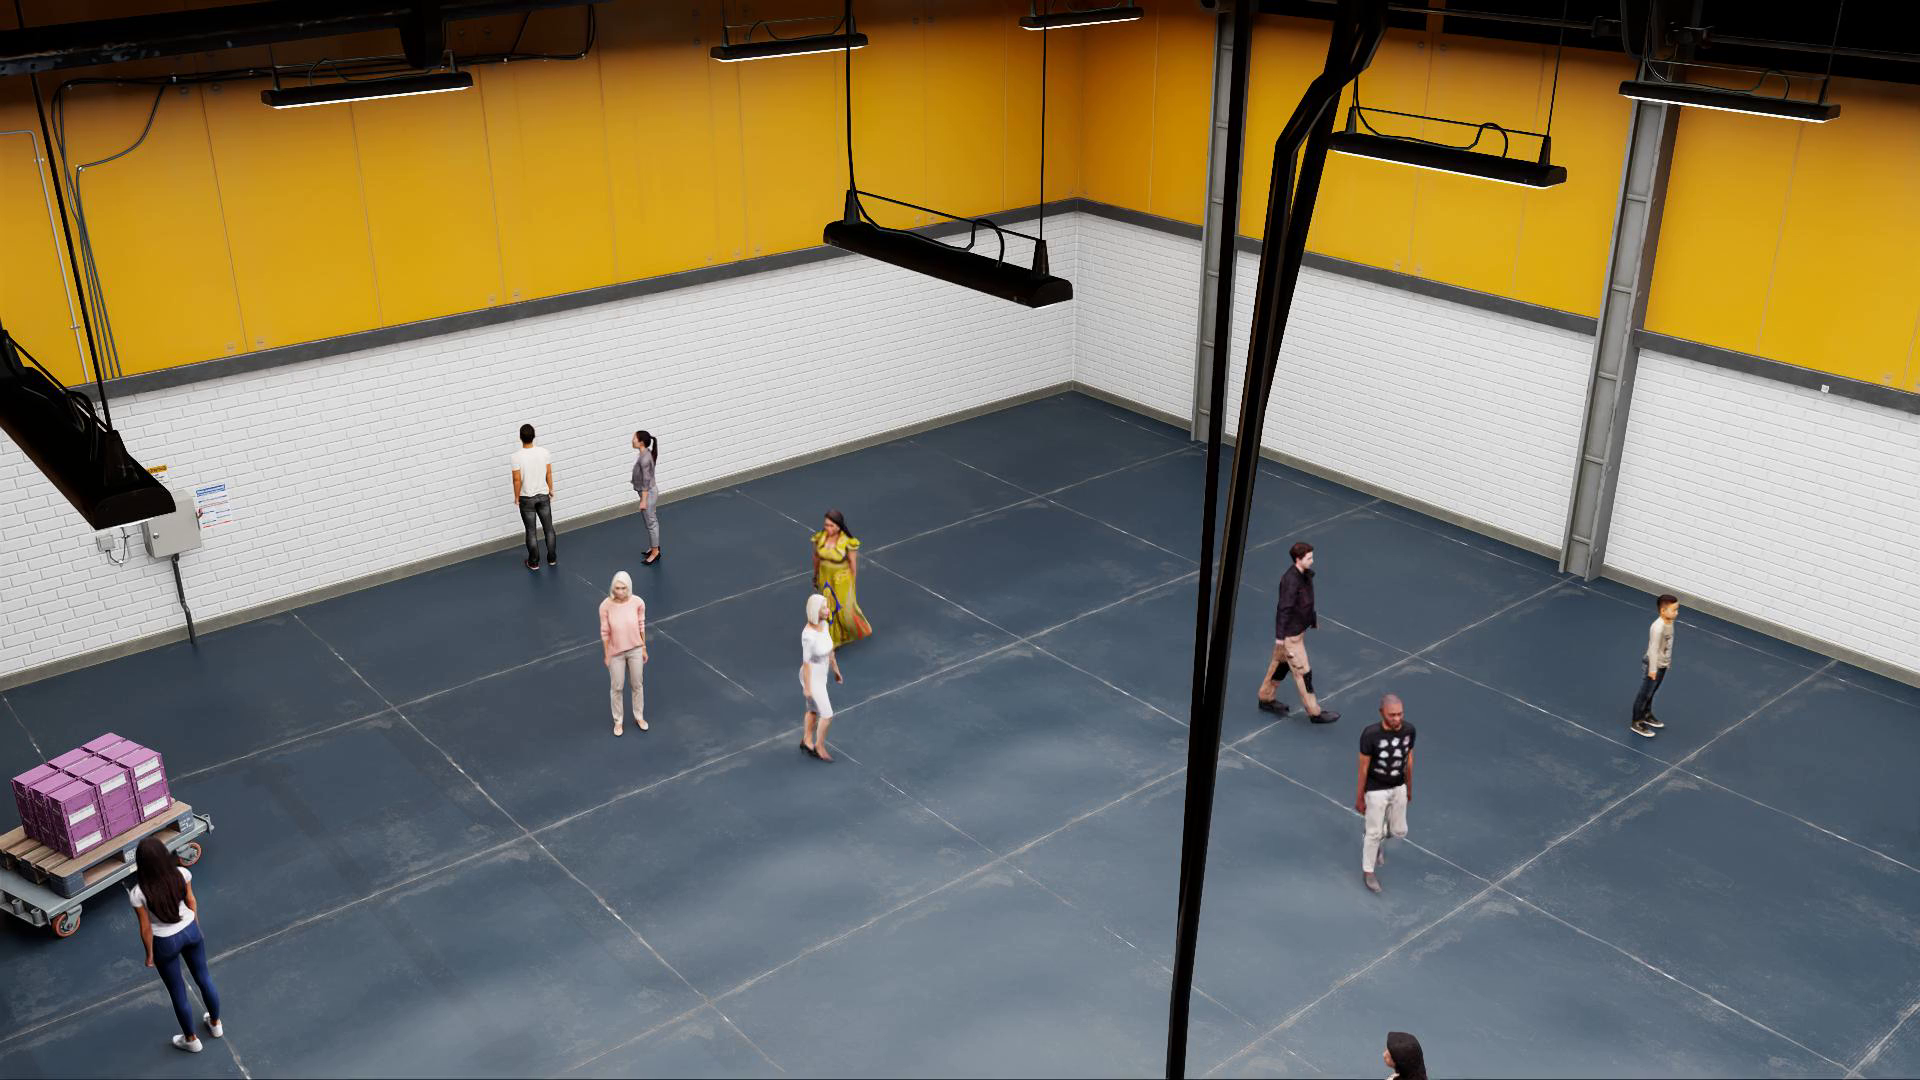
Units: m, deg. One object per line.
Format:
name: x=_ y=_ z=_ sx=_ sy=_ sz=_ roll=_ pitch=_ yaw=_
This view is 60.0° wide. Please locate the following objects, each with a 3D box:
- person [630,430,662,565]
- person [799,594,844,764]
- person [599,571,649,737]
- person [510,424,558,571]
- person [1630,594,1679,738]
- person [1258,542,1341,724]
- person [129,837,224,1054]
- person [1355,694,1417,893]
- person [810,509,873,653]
person: x=-3.762 y=-0.533 z=20.043 sx=0.783 sy=1.678 sz=0.693 roll=-3 pitch=24 yaw=-7
person: x=-1.444 y=1.303 z=15.774 sx=0.768 sy=1.733 sz=0.709 roll=5 pitch=24 yaw=12
person: x=-3.284 y=1.077 z=16.303 sx=0.660 sy=1.723 sz=0.619 roll=-10 pitch=25 yaw=-21
person: x=-5.090 y=-0.531 z=19.881 sx=0.661 sy=1.804 sz=0.574 roll=-14 pitch=27 yaw=-29
person: x=6.836 y=1.203 z=16.342 sx=0.535 sy=1.462 sz=0.571 roll=19 pitch=30 yaw=37
person: x=3.214 y=0.888 z=16.522 sx=1.215 sy=1.895 sz=1.020 roll=9 pitch=25 yaw=20
person: x=-5.663 y=2.916 z=12.032 sx=0.584 sy=1.775 sz=0.630 roll=17 pitch=29 yaw=34
person: x=3.524 y=2.058 z=13.976 sx=0.843 sy=1.790 sz=0.919 roll=-5 pitch=24 yaw=-12
person: x=-1.308 y=0.406 z=17.932 sx=0.984 sy=1.650 sz=1.047 roll=8 pitch=25 yaw=18
